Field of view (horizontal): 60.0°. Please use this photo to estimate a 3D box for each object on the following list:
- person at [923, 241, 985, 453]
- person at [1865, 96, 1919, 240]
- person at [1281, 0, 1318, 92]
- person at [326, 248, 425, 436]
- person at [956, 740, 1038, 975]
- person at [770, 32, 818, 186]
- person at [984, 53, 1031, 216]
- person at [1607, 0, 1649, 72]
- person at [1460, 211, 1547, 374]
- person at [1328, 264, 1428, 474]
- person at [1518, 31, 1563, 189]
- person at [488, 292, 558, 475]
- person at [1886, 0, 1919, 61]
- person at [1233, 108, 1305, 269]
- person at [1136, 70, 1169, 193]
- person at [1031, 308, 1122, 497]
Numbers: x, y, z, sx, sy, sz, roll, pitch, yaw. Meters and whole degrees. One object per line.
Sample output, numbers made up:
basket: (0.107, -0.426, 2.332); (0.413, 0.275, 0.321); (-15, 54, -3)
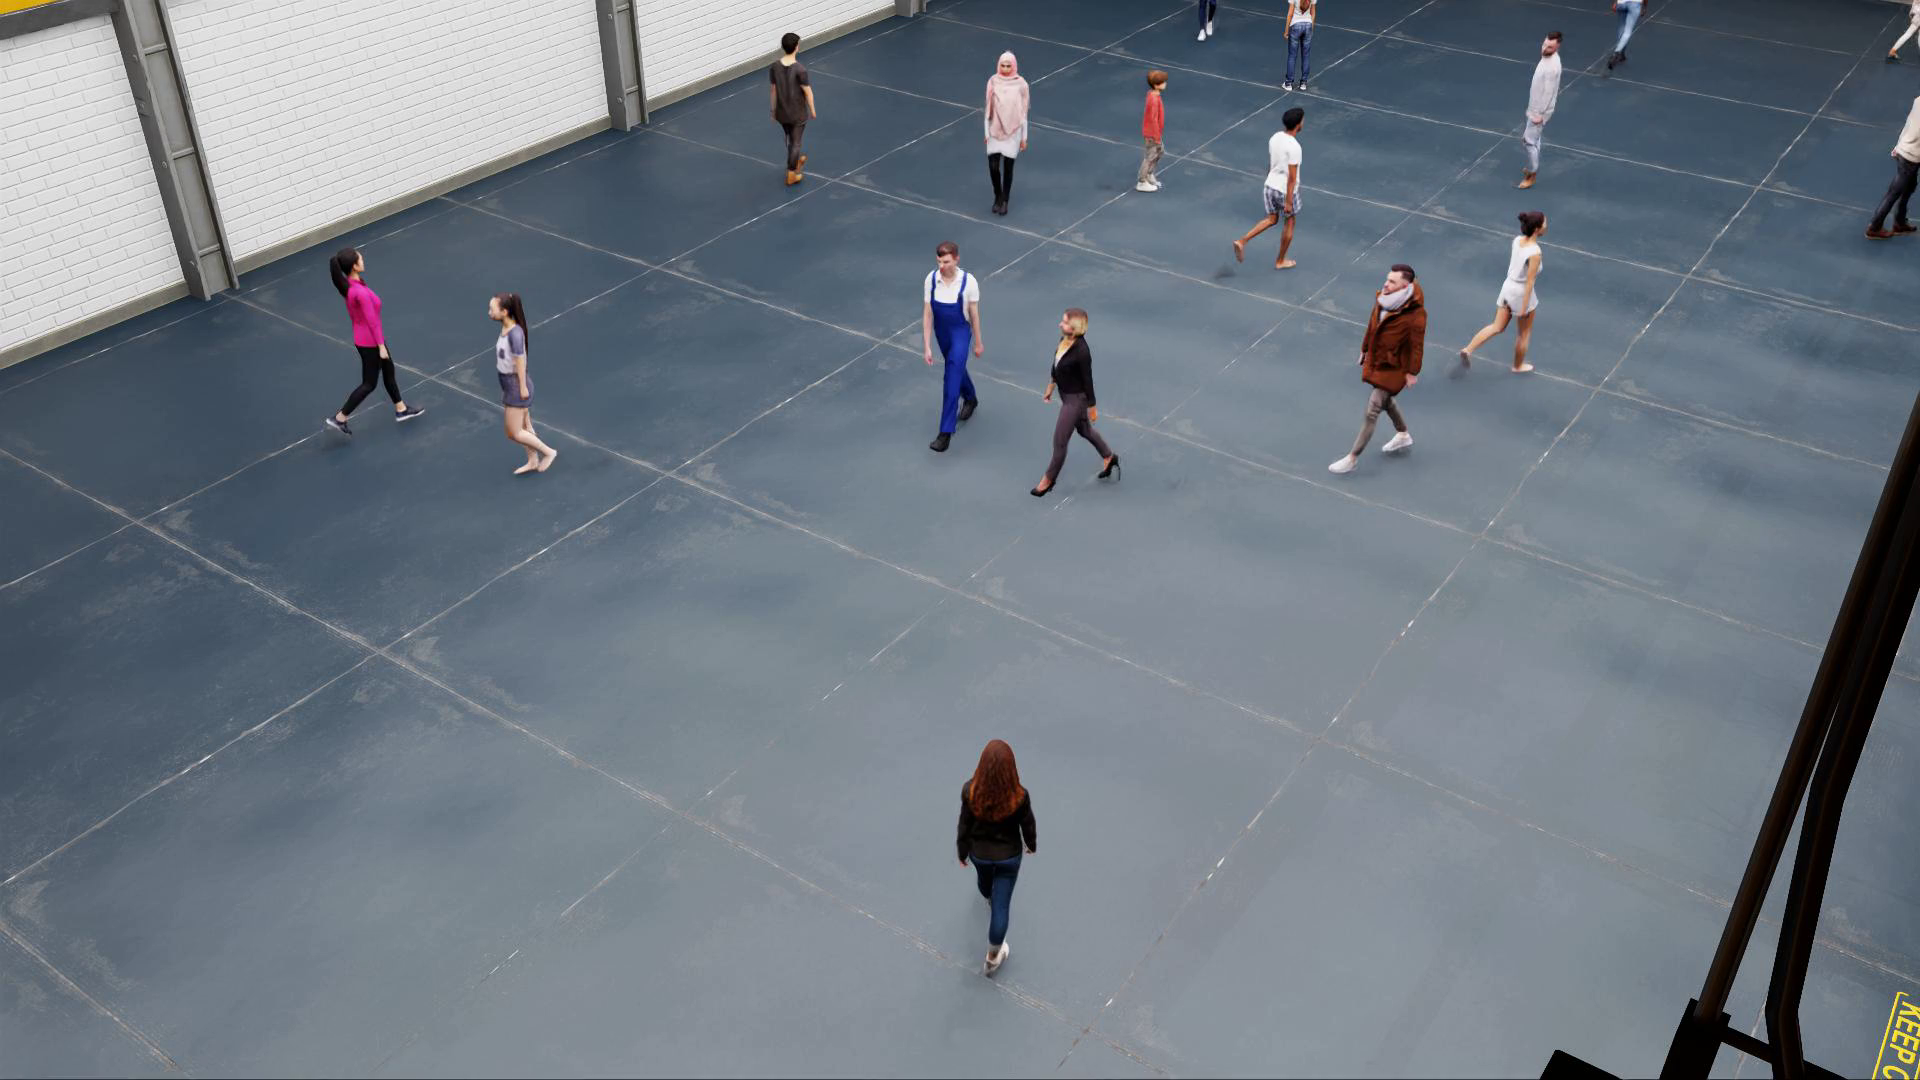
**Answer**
person: (-0.028, -1.725, 14.159); (0.821, 1.785, 1.349); (12, 35, 18)
person: (9.973, -4.051, 17.604); (0.969, 1.845, 0.927); (1, 34, 1)
person: (4.481, -6.724, 21.880); (0.632, 1.563, 0.679); (-2, 34, -3)
person: (-5.105, -1.652, 14.151); (1.152, 1.672, 0.824); (-22, 39, -29)
person: (0.187, 1.774, 9.207); (0.833, 1.440, 1.038); (6, 34, 9)
person: (-1.964, -4.897, 19.015); (0.722, 1.692, 0.957); (15, 37, 22)
person: (0.501, -4.485, 18.300); (0.772, 1.797, 0.800); (4, 34, 5)
person: (9.021, -7.191, 22.465); (0.642, 1.693, 1.083); (25, 41, 32)
person: (4.970, -2.201, 15.056); (1.040, 1.585, 0.939); (-9, 35, -13)
person: (3.586, -1.426, 13.704); (1.264, 1.791, 1.078); (-14, 36, -20)
person: (6.628, -4.937, 18.969); (0.956, 1.809, 0.646); (15, 37, 22)
person: (-3.538, -1.268, 13.601); (0.774, 1.641, 0.734); (-13, 36, -19)
person: (13.148, -7.204, 22.862); (0.968, 1.275, 0.956); (-3, 34, -4)
person: (3.203, -3.534, 16.954); (1.054, 1.704, 0.927); (-13, 36, -19)
person: (2.113, -4.646, 18.896); (0.696, 1.406, 0.614); (1, 34, 1)
person: (1.004, -1.103, 13.365); (1.103, 1.628, 1.000); (-8, 35, -12)
